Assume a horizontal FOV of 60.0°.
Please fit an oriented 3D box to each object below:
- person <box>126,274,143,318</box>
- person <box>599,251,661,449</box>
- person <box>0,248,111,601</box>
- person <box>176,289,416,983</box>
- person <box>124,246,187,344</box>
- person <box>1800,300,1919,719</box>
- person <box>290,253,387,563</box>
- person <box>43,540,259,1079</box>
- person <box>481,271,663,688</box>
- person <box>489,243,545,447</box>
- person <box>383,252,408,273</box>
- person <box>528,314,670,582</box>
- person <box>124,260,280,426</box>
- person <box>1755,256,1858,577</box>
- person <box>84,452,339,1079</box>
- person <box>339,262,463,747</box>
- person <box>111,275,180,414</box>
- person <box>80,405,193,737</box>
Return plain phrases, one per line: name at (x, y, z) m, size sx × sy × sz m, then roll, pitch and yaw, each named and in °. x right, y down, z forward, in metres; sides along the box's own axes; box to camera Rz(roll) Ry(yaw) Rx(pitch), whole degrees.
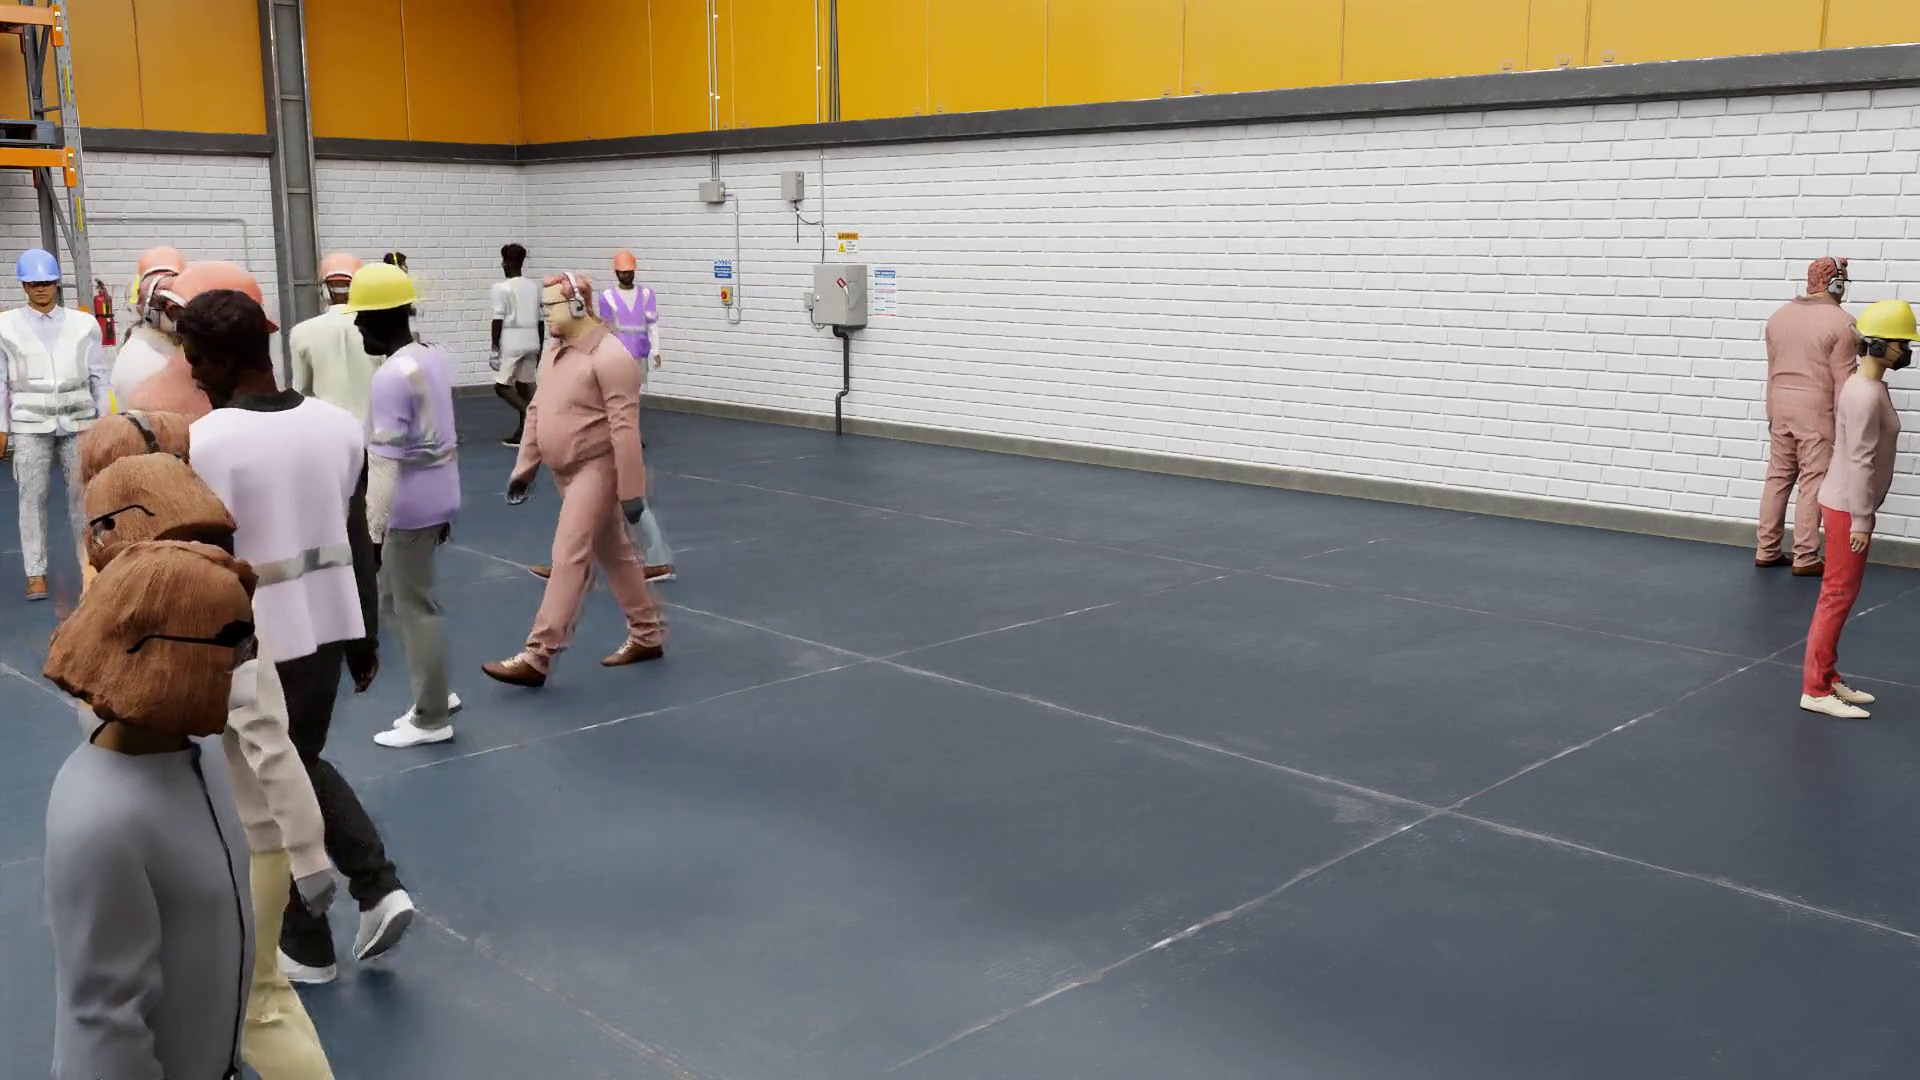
person at (-4.821, -0.782, 10.492) m, size 0.780 × 1.797 × 0.634 m, roll -7°, pitch 13°, yaw -35°
person at (-3.209, -1.852, 16.113) m, size 0.544 × 1.882 × 1.037 m, roll -5°, pitch 12°, yaw -25°
person at (-5.082, -0.645, 9.314) m, size 0.614 × 1.946 × 0.389 m, roll -8°, pitch 13°, yaw -38°
person at (-1.786, 0.289, 4.391) m, size 0.450 × 1.890 × 0.602 m, roll 4°, pitch 11°, yaw 22°
person at (-3.812, -0.458, 8.250) m, size 0.718 × 1.963 × 0.618 m, roll 6°, pitch 12°, yaw 30°
person at (3.807, -0.128, 7.020) m, size 0.339 × 1.757 × 0.518 m, roll 5°, pitch 12°, yaw 26°
person at (-3.331, -0.597, 9.120) m, size 0.622 × 1.931 × 1.068 m, roll -2°, pitch 11°, yaw -13°
person at (-1.102, 0.800, 2.338) m, size 0.307 × 1.624 × 0.495 m, roll -2°, pitch 11°, yaw -9°
person at (-1.782, -0.276, 7.552) m, size 1.013 × 1.851 × 0.648 m, roll -8°, pitch 13°, yaw -38°
person at (-4.155, -1.822, 15.714) m, size 0.587 × 1.954 × 0.624 m, roll 7°, pitch 12°, yaw 32°
person at (-5.590, -1.972, 16.818) m, size 0.804 × 1.842 × 0.565 m, roll -5°, pitch 11°, yaw -23°
person at (-2.083, -0.520, 9.591) m, size 0.831 × 1.579 × 0.535 m, roll -1°, pitch 10°, yaw -7°
person at (-2.276, 0.161, 4.912) m, size 0.799 × 1.941 × 0.636 m, roll -2°, pitch 11°, yaw -12°
person at (5.087, -0.730, 9.922) m, size 0.401 × 1.903 × 0.645 m, roll -3°, pitch 11°, yaw -18°
person at (-1.485, 0.615, 3.383) m, size 0.430 × 1.598 × 0.523 m, roll -8°, pitch 13°, yaw -36°
person at (-2.193, -0.116, 6.504) m, size 0.448 × 1.913 × 0.623 m, roll -1°, pitch 10°, yaw -4°
person at (-3.530, -0.258, 7.512) m, size 1.039 × 1.847 × 0.663 m, roll -2°, pitch 11°, yaw -10°
person at (-1.834, 0.527, 3.811) m, size 0.339 × 1.654 × 0.523 m, roll -8°, pitch 13°, yaw -35°
